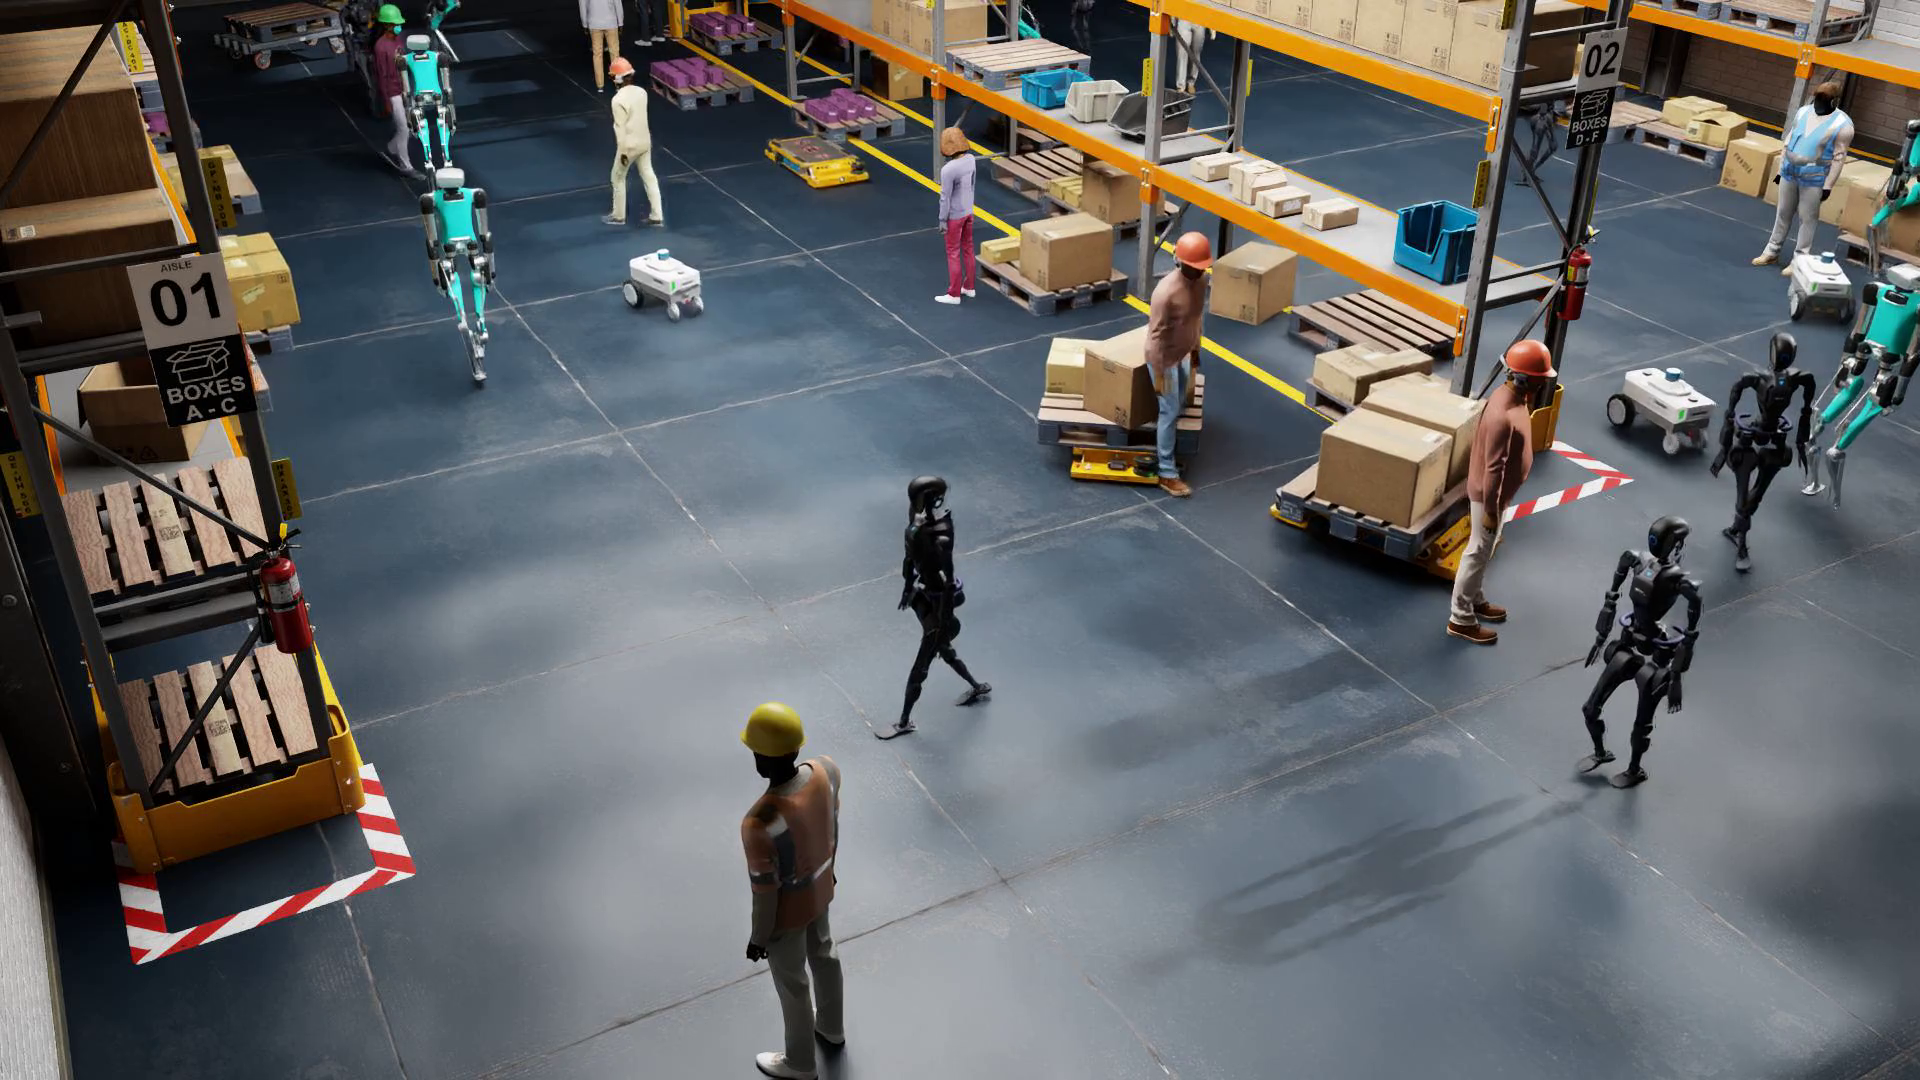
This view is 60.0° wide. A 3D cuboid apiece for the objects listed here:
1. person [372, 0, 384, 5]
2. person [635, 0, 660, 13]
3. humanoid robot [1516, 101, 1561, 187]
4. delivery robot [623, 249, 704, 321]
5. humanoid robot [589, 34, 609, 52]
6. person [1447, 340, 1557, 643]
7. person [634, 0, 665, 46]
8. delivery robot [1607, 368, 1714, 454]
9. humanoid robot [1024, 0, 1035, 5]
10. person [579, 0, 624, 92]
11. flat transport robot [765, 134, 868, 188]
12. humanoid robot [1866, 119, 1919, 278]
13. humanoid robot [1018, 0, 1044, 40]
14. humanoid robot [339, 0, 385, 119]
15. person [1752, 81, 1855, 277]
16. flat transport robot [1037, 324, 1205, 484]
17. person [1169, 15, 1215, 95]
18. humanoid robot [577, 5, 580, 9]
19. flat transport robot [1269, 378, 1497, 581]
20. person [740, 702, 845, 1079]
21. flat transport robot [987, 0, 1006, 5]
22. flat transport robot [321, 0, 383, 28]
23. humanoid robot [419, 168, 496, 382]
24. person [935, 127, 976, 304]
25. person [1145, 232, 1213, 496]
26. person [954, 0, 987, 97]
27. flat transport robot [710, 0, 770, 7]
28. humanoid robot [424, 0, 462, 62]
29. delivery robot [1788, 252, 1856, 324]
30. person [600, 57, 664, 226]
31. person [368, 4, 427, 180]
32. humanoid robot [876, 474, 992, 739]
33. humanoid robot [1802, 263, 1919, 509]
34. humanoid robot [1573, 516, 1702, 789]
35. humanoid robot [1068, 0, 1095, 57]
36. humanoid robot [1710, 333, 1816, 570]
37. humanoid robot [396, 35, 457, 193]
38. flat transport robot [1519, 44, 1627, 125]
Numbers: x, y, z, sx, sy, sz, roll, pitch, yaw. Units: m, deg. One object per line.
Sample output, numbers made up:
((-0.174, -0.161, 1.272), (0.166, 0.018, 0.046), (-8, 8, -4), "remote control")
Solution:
((-9.144, -8.943, 25.604), (0.506, 1.631, 0.264), (23, 37, 35), "person")
((-4.926, -9.127, 25.720), (0.429, 1.842, 0.632), (6, 31, 11), "person")
((6.378, -4.667, 18.121), (0.368, 1.643, 0.616), (15, 33, 25), "humanoid robot")
((-2.715, -2.368, 15.256), (0.499, 0.606, 0.796), (-26, 39, -38), "delivery robot")
((-5.100, -7.747, 23.385), (0.543, 1.750, 0.697), (-7, 31, -12), "humanoid robot")
((3.313, -0.302, 10.218), (0.402, 1.986, 0.610), (12, 32, 21), "person")
((-4.527, -8.048, 23.848), (0.347, 1.837, 0.508), (19, 35, 29), "person")
((5.488, -1.052, 12.958), (0.499, 0.598, 0.802), (-10, 31, -17), "delivery robot")
((0.997, -9.297, 26.182), (0.599, 1.640, 0.402), (7, 31, 12), "humanoid robot")
((-4.641, -6.722, 21.629), (0.560, 1.742, 0.335), (-1, 30, -1), "person")
((-1.648, -4.328, 18.944), (0.659, 0.231, 1.431), (-15, 33, -25), "flat transport robot")
((8.936, -3.358, 15.806), (0.548, 1.809, 0.756), (-4, 30, -6), "humanoid robot")
((0.948, -7.075, 22.308), (0.861, 1.785, 0.537), (3, 30, 5), "humanoid robot")
((-7.330, -6.057, 20.552), (0.550, 1.642, 0.589), (17, 34, 27), "humanoid robot")
((8.034, -3.439, 15.818), (0.430, 1.844, 0.621), (-16, 33, -25), "person")
((1.255, -0.848, 12.885), (0.659, 0.231, 1.431), (5, 30, 8), "flat transport robot")
((2.973, -6.554, 21.230), (0.587, 1.842, 0.977), (3, 30, 6), "person")
((-5.834, -9.124, 25.884), (0.591, 1.650, 0.423), (-3, 30, -4), "humanoid robot")
((2.961, -0.141, 11.655), (1.431, 0.231, 0.659), (22, 37, 34), "flat transport robot")
((-0.731, 1.512, 7.115), (0.379, 1.924, 0.592), (16, 34, 26), "person")
((0.504, -8.859, 26.831), (0.659, 0.231, 1.431), (-3, 30, -6), "flat transport robot")
((-9.180, -8.044, 25.413), (0.659, 0.231, 1.431), (-23, 37, -34), "flat transport robot")
((-4.039, -2.113, 13.666), (0.532, 1.760, 1.049), (-12, 32, -20), "humanoid robot")
((-0.031, -2.958, 15.194), (0.288, 1.629, 0.498), (19, 35, 29), "person")
((1.586, -1.296, 11.985), (0.638, 1.963, 0.644), (22, 37, 33), "person")
((0.148, -6.686, 21.425), (0.405, 1.897, 0.644), (-12, 32, -20), "person")
((-3.262, -8.685, 26.528), (1.431, 0.231, 0.659), (-8, 31, -13), "flat transport robot")
((-7.242, -7.413, 22.886), (0.956, 1.783, 0.583), (11, 32, 18), "humanoid robot")
((7.842, -2.306, 15.152), (0.499, 0.609, 0.797), (6, 30, 10), "delivery robot")
((-3.424, -4.067, 17.026), (0.765, 1.718, 0.586), (13, 32, 21), "person")
((-6.219, -4.934, 18.335), (0.543, 1.927, 0.533), (8, 31, 13), "person")
((-0.154, 0.344, 9.451), (0.792, 1.623, 0.599), (-13, 32, -21), "humanoid robot")
((6.320, -1.029, 11.773), (0.703, 1.828, 0.542), (-16, 34, -26), "humanoid robot")
((3.649, 0.631, 8.898), (0.448, 1.652, 0.601), (-17, 34, -27), "humanoid robot")
((1.715, -7.566, 23.164), (0.341, 1.644, 0.603), (10, 31, 17), "humanoid robot")
((5.371, -0.605, 11.068), (0.616, 1.630, 0.646), (2, 30, 4), "humanoid robot")
((-5.547, -4.381, 17.427), (0.533, 1.677, 0.735), (-7, 31, -12), "humanoid robot")
((7.471, -5.502, 20.988), (0.659, 0.231, 1.431), (-15, 33, -25), "flat transport robot")
